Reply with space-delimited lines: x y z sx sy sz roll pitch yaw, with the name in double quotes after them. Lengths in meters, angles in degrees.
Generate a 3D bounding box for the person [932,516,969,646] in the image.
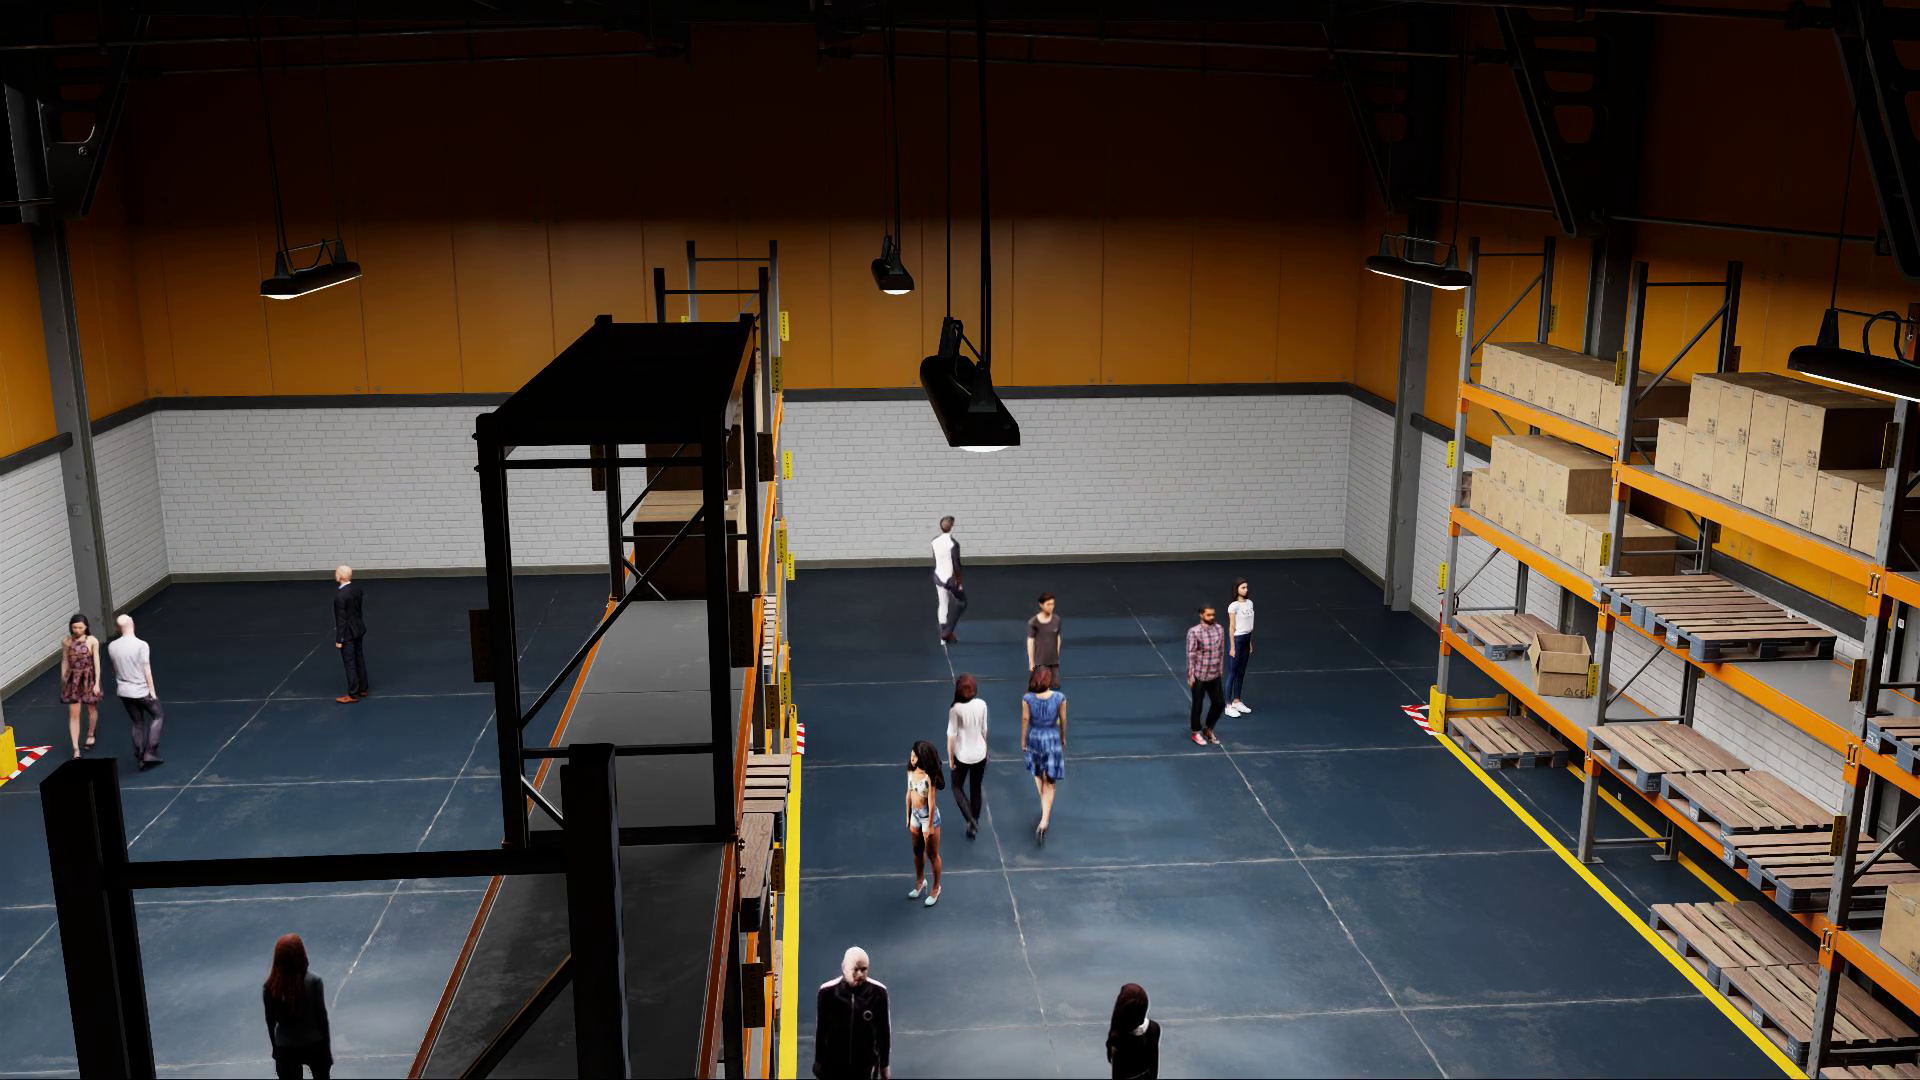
-0.226 0.601 23.745 0.828 1.886 0.892 12 18 41 "person"

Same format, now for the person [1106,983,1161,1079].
1.126 3.748 10.937 0.658 1.796 0.675 -11 18 -39 "person"

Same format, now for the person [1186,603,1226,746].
2.903 1.584 19.973 0.801 1.749 0.761 -6 15 -23 "person"

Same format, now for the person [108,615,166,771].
-9.497 1.780 19.037 0.802 1.809 0.758 4 14 15 "person"

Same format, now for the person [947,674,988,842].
0.136 2.276 17.045 0.725 1.783 0.835 -5 15 -20 "person"

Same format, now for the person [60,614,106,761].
-10.281 1.695 19.570 0.752 1.724 1.065 -3 14 -11 "person"

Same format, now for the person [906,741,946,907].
-0.334 2.665 15.778 0.725 1.623 0.656 -12 18 -41 "person"

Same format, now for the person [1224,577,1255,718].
3.505 1.333 20.956 0.707 1.775 0.662 13 19 43 "person"

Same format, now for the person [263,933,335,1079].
-4.608 3.642 11.587 0.696 1.697 1.122 -3 14 -11 "person"

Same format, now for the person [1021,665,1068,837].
0.887 2.236 17.266 0.792 1.757 1.186 2 14 7 "person"

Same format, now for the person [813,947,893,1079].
-0.748 3.601 11.506 0.694 1.814 0.628 -1 14 -3 "person"

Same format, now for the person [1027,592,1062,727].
1.007 1.447 20.649 0.716 1.697 0.858 -4 14 -16 "person"

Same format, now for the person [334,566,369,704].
-7.865 1.199 21.456 0.798 1.801 0.628 3 14 11 "person"
